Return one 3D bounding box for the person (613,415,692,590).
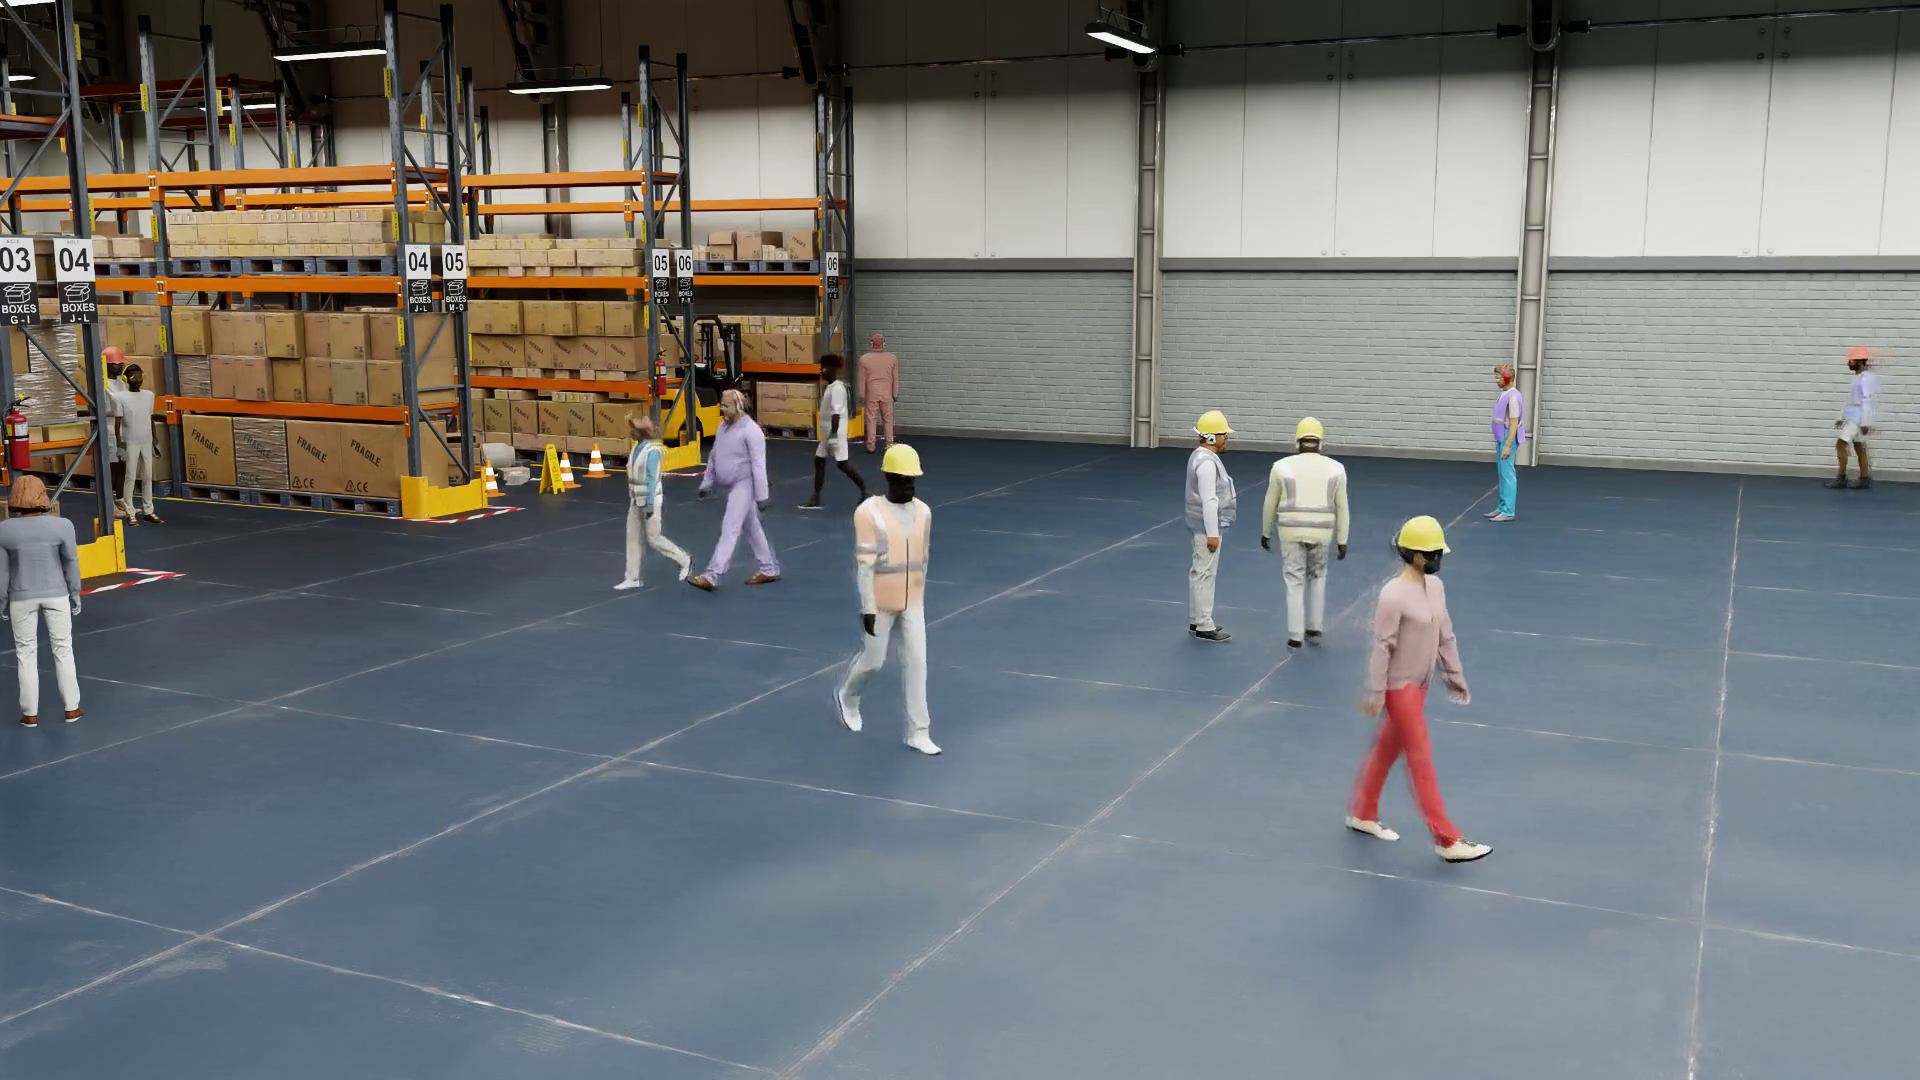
[{"bbox_3d":[-2.853,-0.351,15.359,0.678,1.616,0.519,-8,12,-39],"label":"person"}]

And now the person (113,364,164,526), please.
[{"bbox_3d":[-9.470,-1.099,19.174,0.310,1.869,0.532,6,11,32],"label":"person"}]

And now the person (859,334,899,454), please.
[{"bbox_3d":[-1.302,-2.328,26.599,0.641,1.908,0.407,-2,9,-10],"label":"person"}]

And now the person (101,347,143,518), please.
[{"bbox_3d":[-9.998,-1.271,19.731,0.403,2.038,0.604,1,9,3],"label":"person"}]

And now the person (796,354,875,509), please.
[{"bbox_3d":[-1.499,-1.325,20.394,0.960,1.928,0.616,-2,9,-12],"label":"person"}]

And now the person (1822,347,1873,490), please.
[{"bbox_3d":[11.888,-1.623,22.247,0.724,1.908,0.552,4,10,25],"label":"person"}]

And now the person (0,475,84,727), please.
[{"bbox_3d":[-5.956,0.392,10.754,0.500,1.633,0.282,-5,11,-29],"label":"person"}]

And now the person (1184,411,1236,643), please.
[{"bbox_3d":[1.989,-0.112,13.231,0.403,1.834,0.587,0,9,0],"label":"person"}]

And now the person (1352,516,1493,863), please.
[{"bbox_3d":[2.343,0.742,8.340,0.882,1.727,0.528,8,12,41],"label":"person"}]

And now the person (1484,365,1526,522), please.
[{"bbox_3d":[6.397,-1.127,19.444,0.389,1.837,0.563,1,9,9],"label":"person"}]

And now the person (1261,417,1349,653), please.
[{"bbox_3d":[2.675,-0.054,12.974,0.622,1.802,0.721,0,9,-1],"label":"person"}]

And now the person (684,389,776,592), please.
[{"bbox_3d":[-2.113,-0.455,15.283,1.019,1.848,0.656,-6,11,-32],"label":"person"}]

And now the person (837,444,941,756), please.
[{"bbox_3d":[-0.441,0.337,10.300,0.586,1.901,0.879,-7,11,-36],"label":"person"}]
